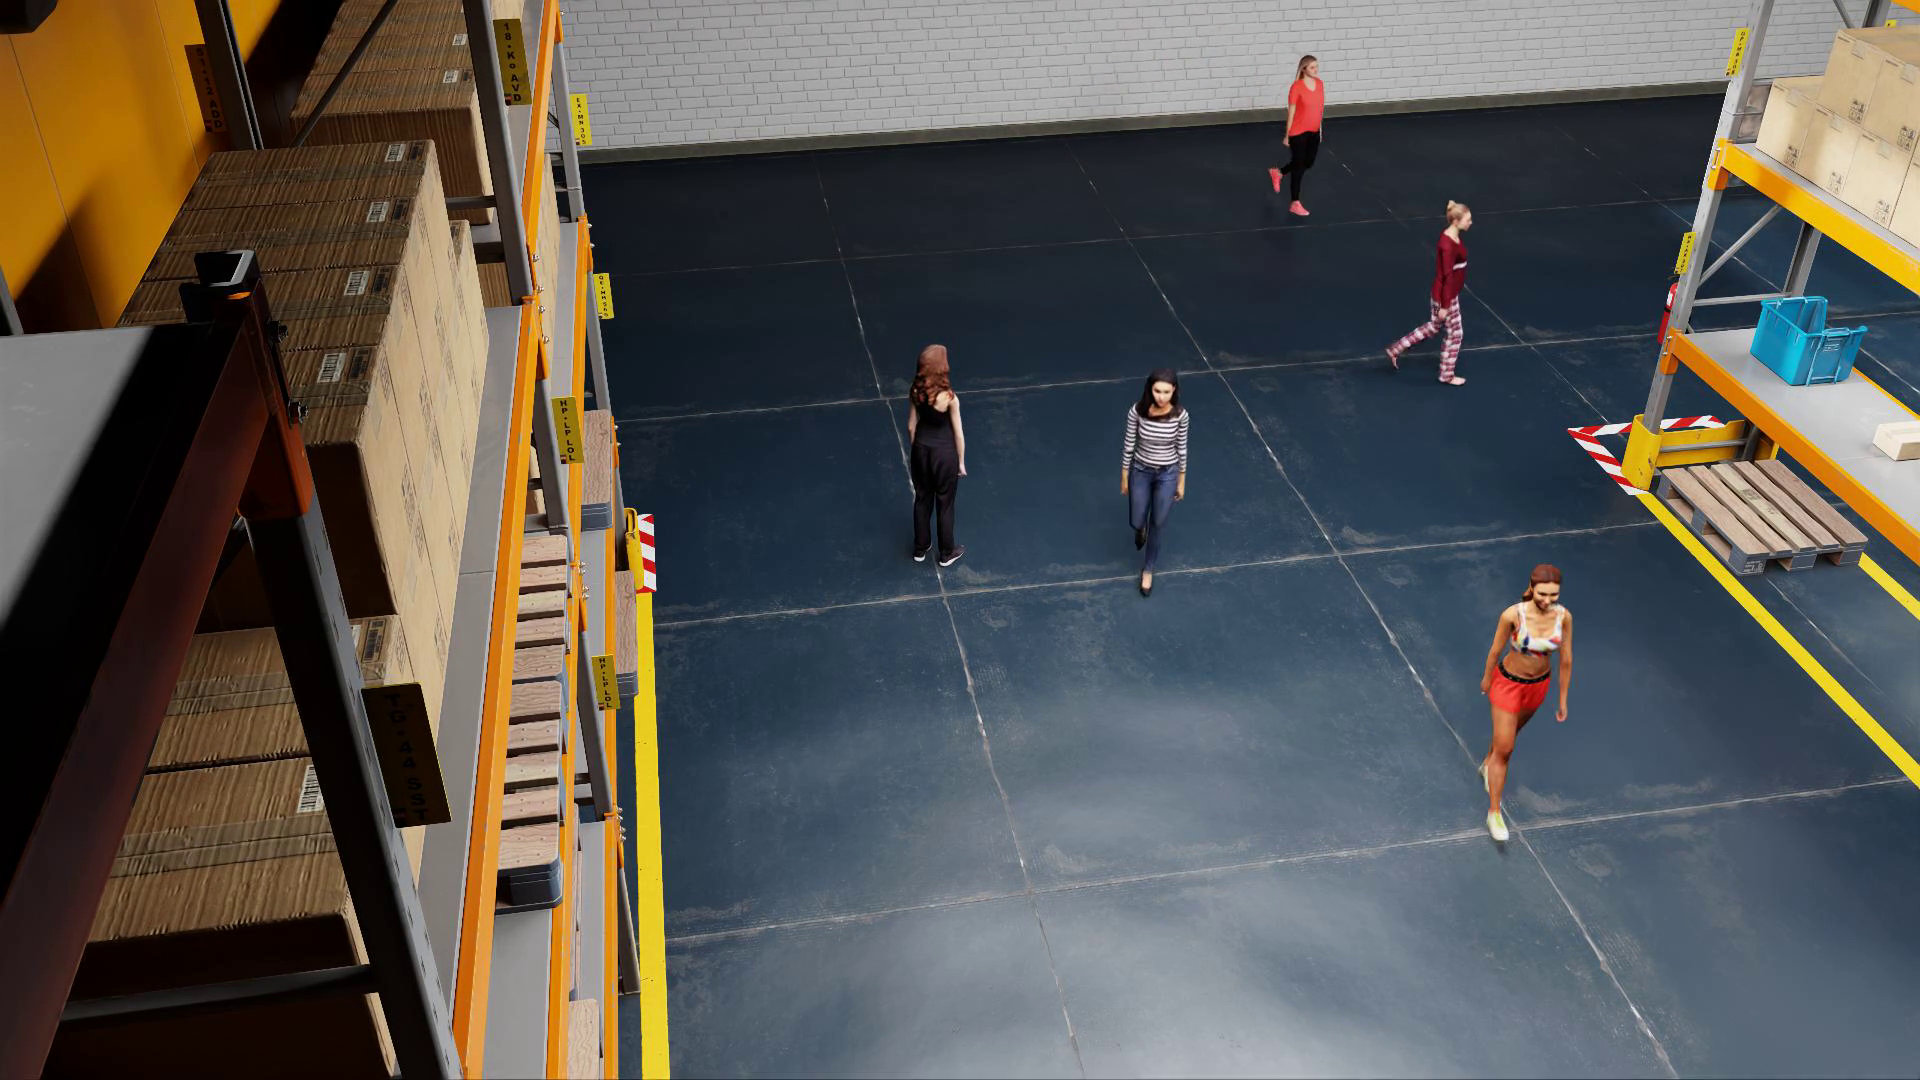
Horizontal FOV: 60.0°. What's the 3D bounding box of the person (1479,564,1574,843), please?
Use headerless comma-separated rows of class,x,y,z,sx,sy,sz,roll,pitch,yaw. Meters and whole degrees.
person,3.295,0.814,9.838,0.662,1.761,0.994,-2,34,-3

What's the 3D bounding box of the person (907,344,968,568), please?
person,-0.193,-0.610,11.994,0.664,1.746,0.680,13,36,19

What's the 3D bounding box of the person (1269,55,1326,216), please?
person,3.570,-4.320,17.640,0.847,1.675,1.032,-22,39,-29

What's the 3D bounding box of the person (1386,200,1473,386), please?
person,4.119,-2.129,14.340,0.881,1.679,0.971,6,34,9

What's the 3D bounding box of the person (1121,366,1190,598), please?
person,1.360,-0.455,11.725,0.684,1.786,0.817,1,34,2
